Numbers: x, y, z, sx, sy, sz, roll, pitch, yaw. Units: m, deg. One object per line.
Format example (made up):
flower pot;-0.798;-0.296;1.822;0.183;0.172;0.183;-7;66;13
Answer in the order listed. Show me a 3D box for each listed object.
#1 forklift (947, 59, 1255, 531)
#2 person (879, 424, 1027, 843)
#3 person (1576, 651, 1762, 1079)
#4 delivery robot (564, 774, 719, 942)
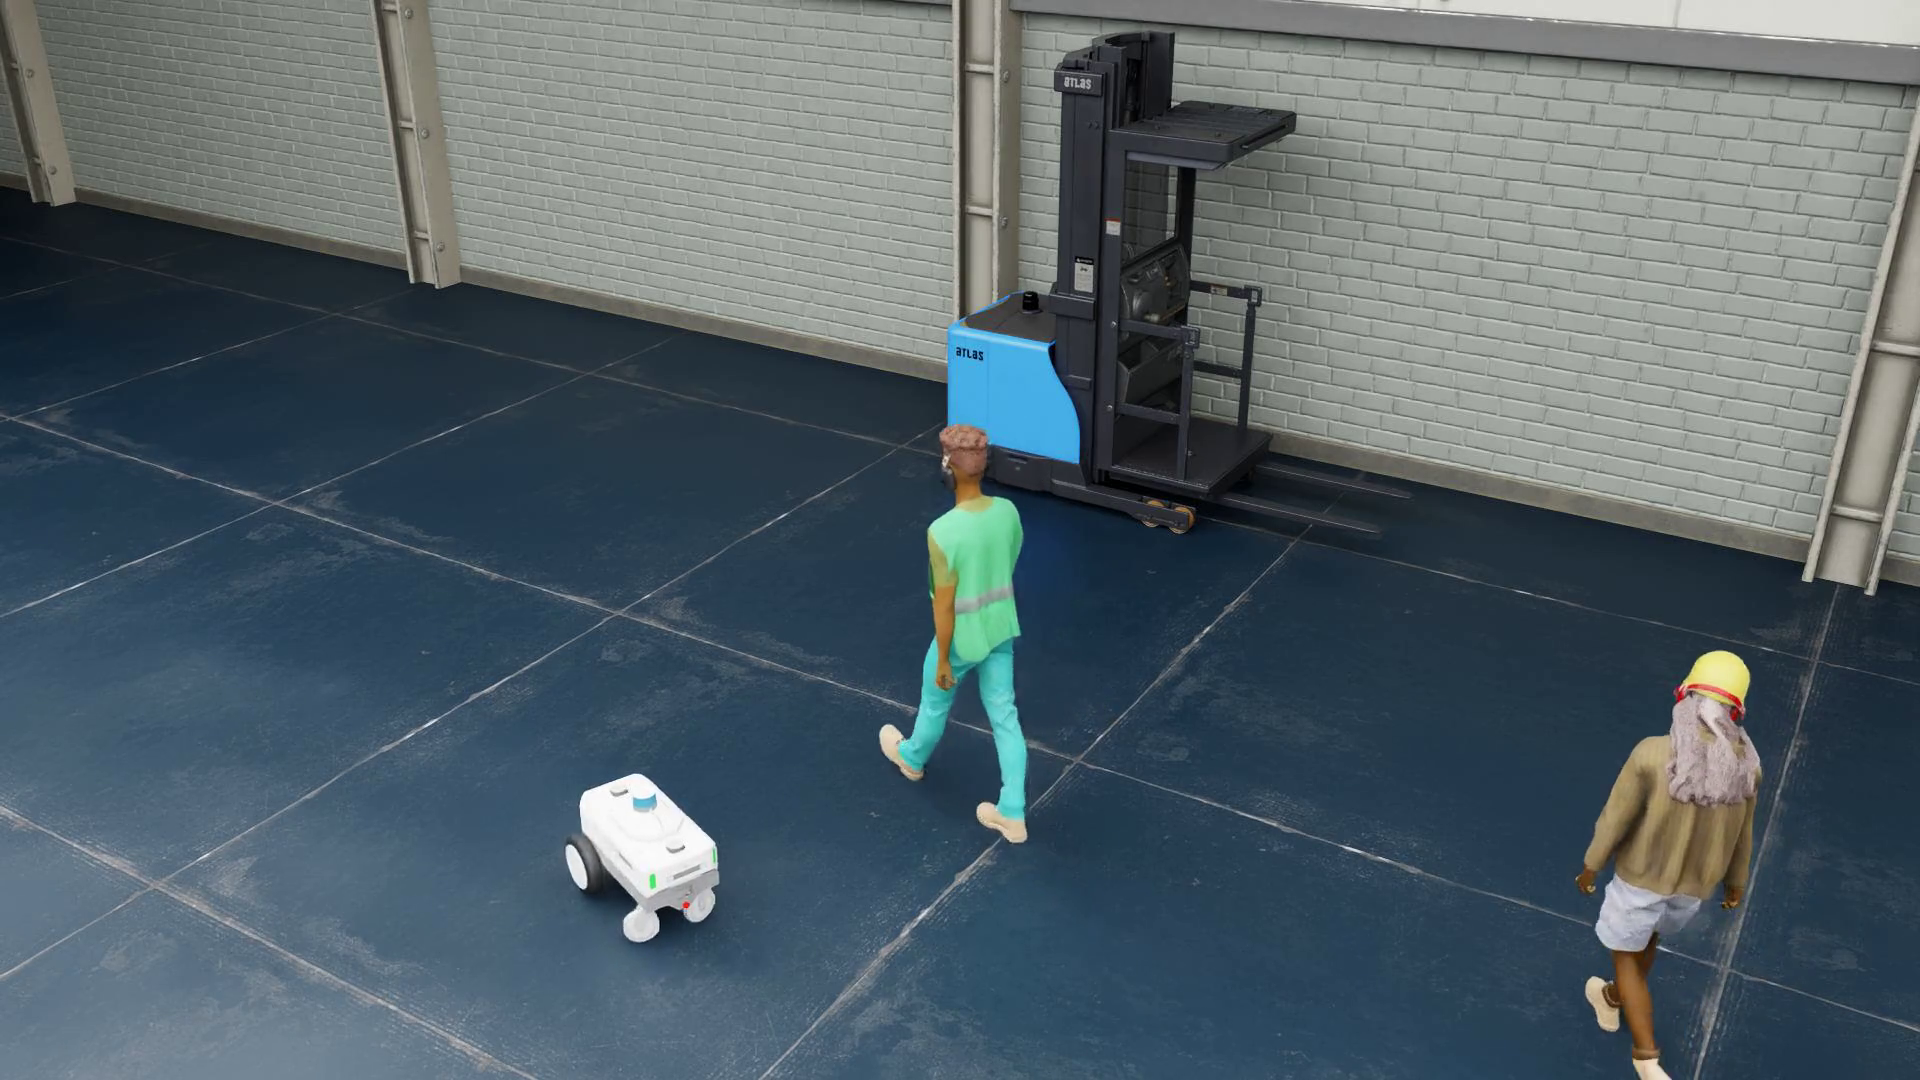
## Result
forklift;0.933;-1.707;10.833;1.873;2.768;1.129;15;29;28
person;0.005;0.372;7.527;0.514;1.924;1.000;-18;30;-33
person;2.562;1.222;5.987;0.586;1.718;0.781;0;25;0
delivery robot;-1.360;1.320;7.137;0.525;0.600;0.772;-18;31;-33
